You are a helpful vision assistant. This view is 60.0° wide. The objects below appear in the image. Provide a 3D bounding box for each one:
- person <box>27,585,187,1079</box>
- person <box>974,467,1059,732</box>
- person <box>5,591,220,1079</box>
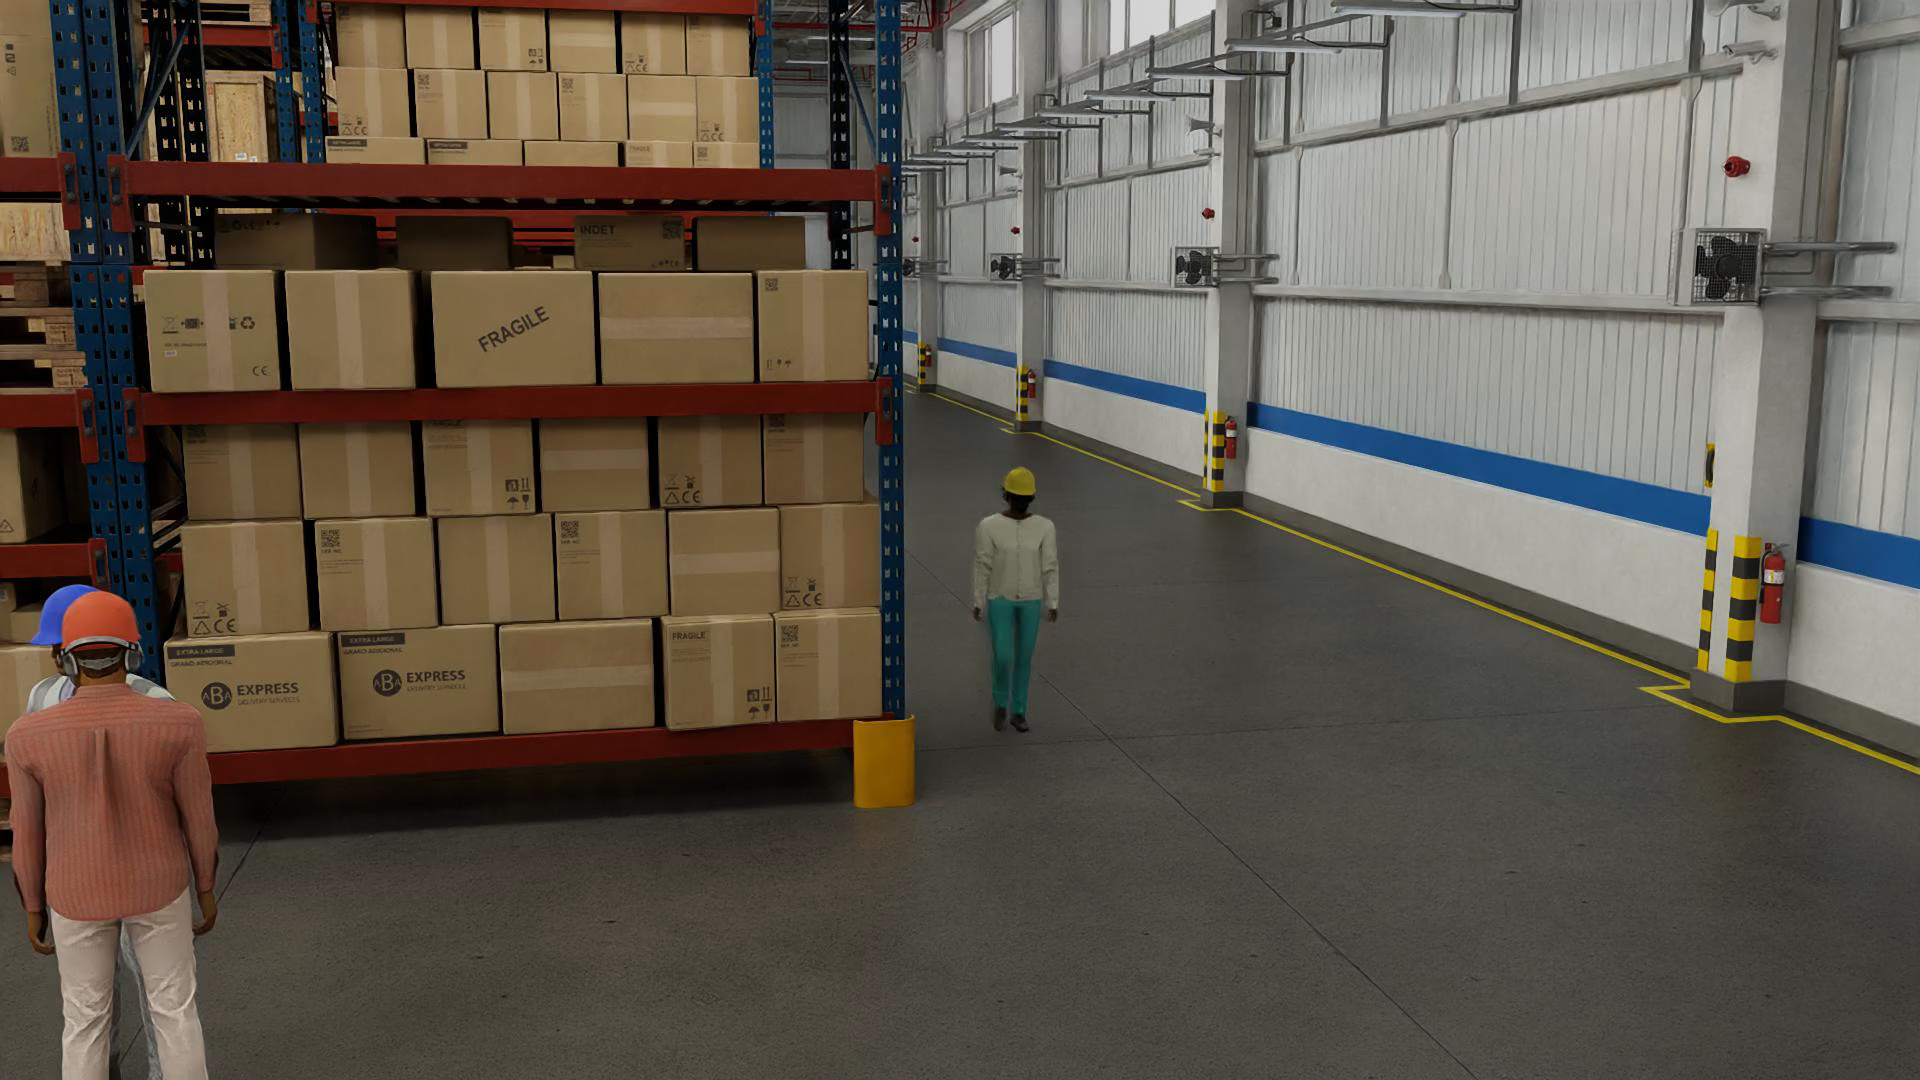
[{"bbox_3d":[-3.016,1.110,5.869,0.614,1.946,0.390,2,10,14],"label":"person"},{"bbox_3d":[0.375,0.395,10.800,0.554,1.749,0.409,-2,10,-13],"label":"person"},{"bbox_3d":[-2.778,1.153,5.512,0.610,1.985,0.414,-4,10,-21],"label":"person"}]
